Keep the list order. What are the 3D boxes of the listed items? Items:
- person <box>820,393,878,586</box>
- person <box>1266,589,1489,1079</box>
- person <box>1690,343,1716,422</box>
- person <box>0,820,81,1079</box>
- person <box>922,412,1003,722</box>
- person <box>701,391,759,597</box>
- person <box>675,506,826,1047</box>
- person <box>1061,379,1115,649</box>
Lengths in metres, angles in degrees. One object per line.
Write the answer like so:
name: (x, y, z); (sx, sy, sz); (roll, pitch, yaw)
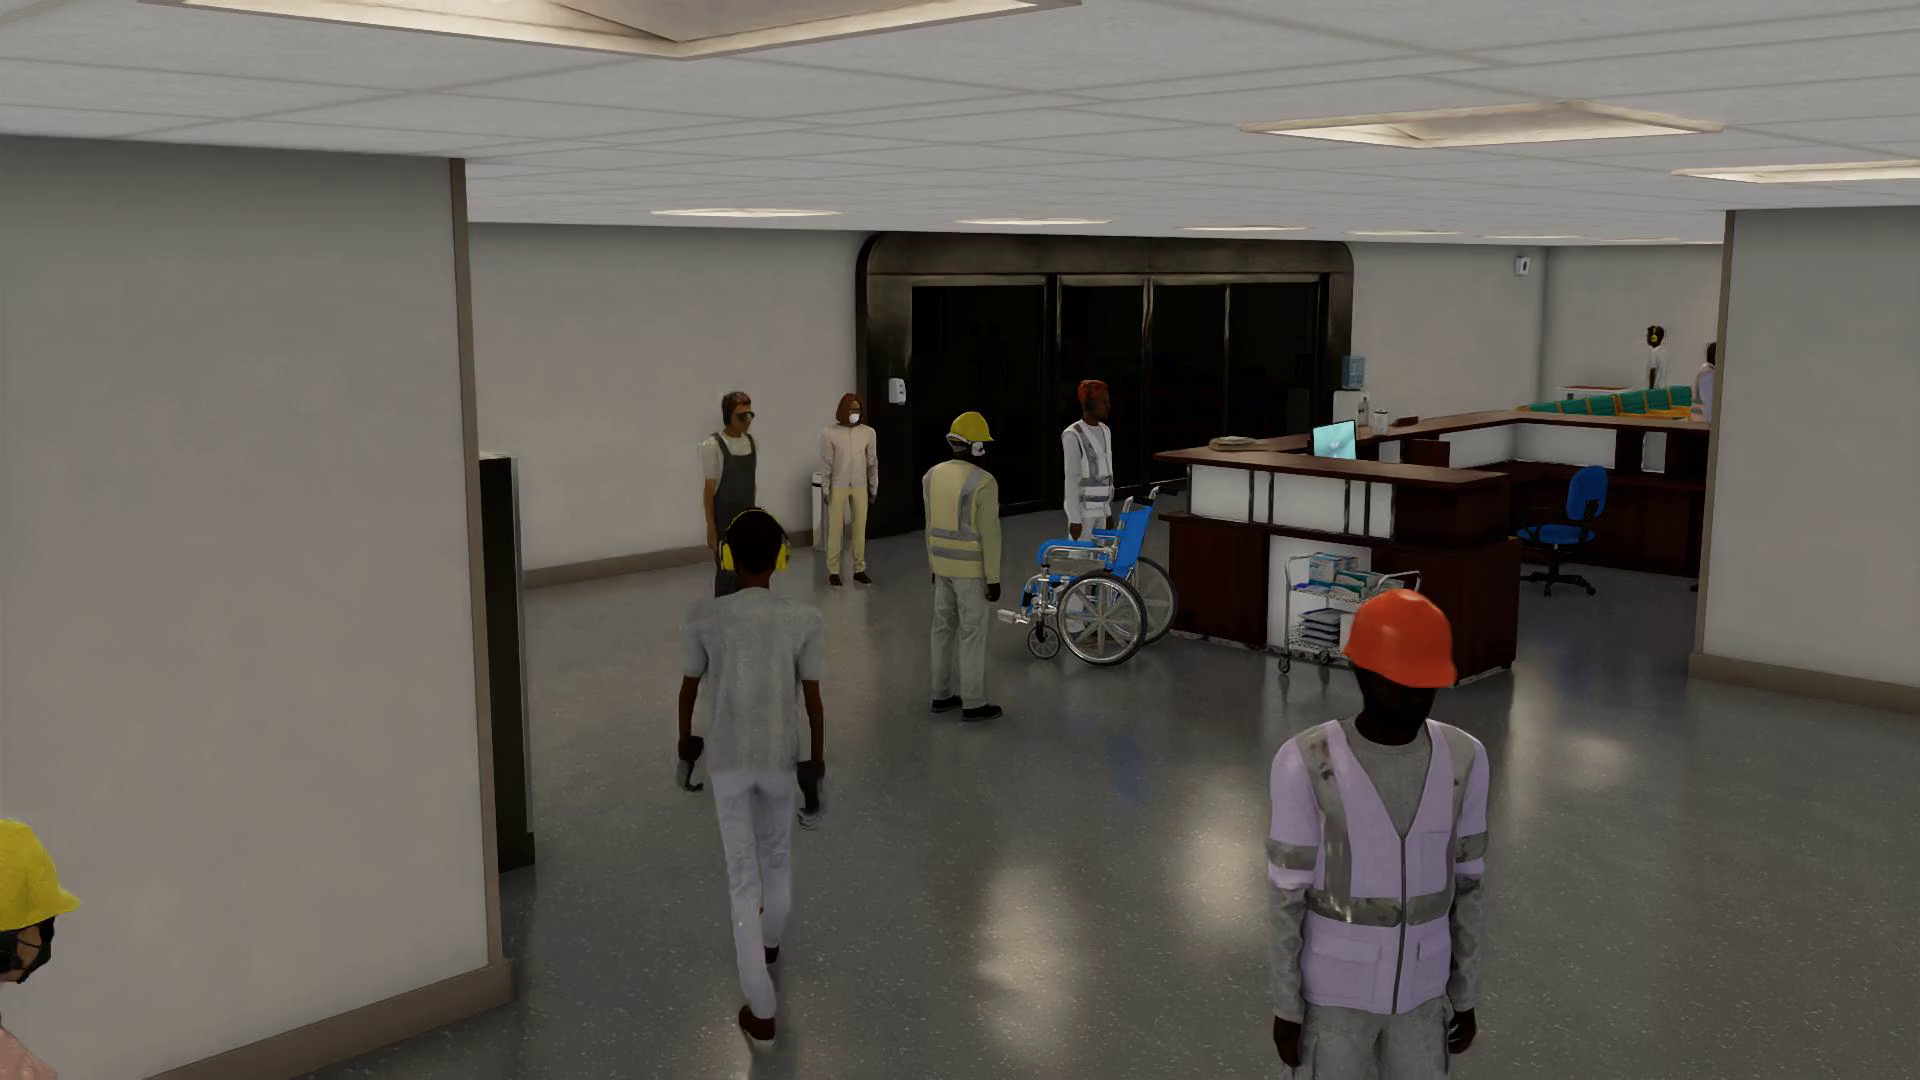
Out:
person: (-0.927, -0.423, 13.985); (0.504, 1.627, 0.285); (-4, 10, -23)
person: (1.003, 1.059, 3.978); (0.542, 1.928, 0.399); (-2, 9, -10)
person: (8.574, -1.340, 19.002); (0.431, 1.833, 0.644); (4, 10, 23)
person: (-1.658, 1.330, 2.920); (0.536, 1.723, 0.871); (4, 10, 25)
person: (0.033, 0.157, 9.825); (0.404, 1.825, 0.595); (-8, 13, -42)
person: (-1.590, -0.119, 11.493); (0.443, 1.828, 0.512); (8, 12, 41)
person: (-0.757, 0.788, 5.973); (0.505, 1.819, 0.965); (-3, 10, -16)
person: (0.918, -0.189, 11.748); (0.353, 1.883, 0.578); (5, 11, 29)
